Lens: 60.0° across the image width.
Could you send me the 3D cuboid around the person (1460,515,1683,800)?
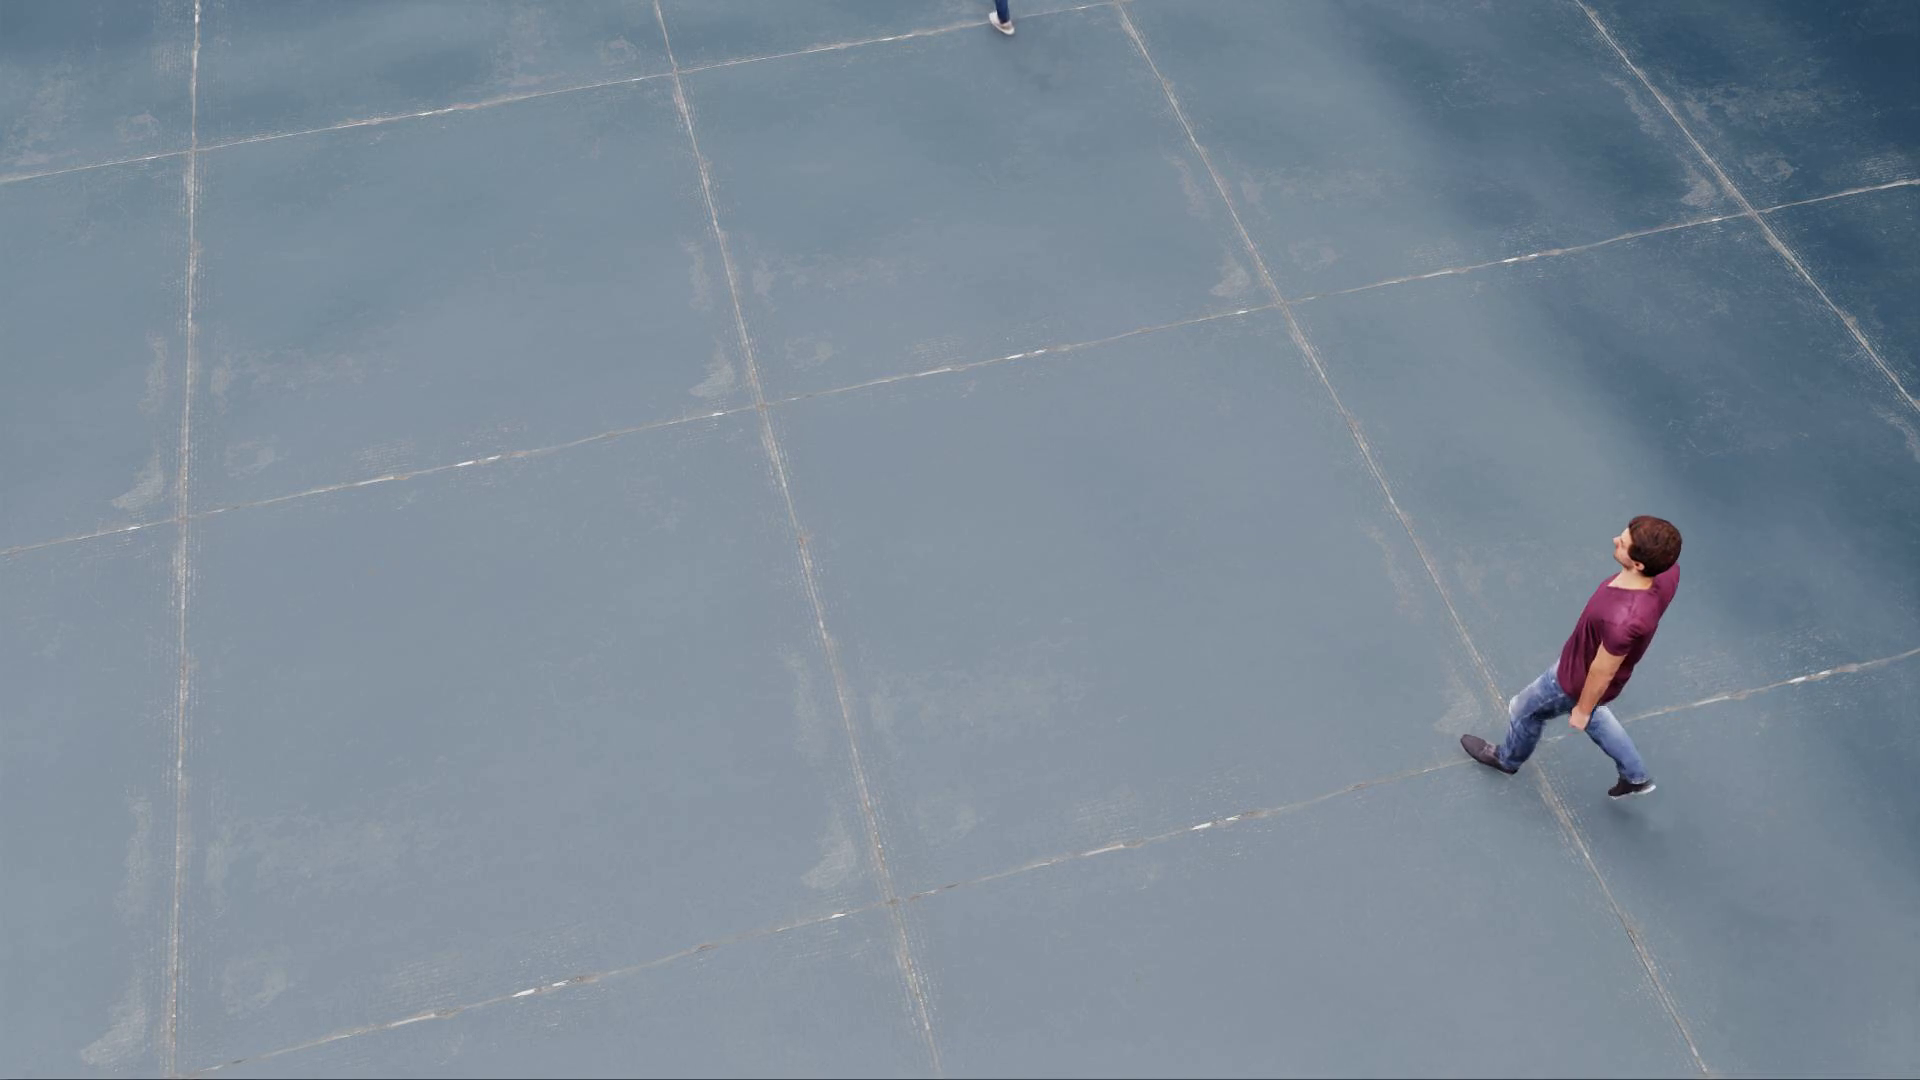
[{"bbox_3d":[2.675,0.553,6.815,1.152,1.826,1.037,30,58,21],"label":"person"}]
